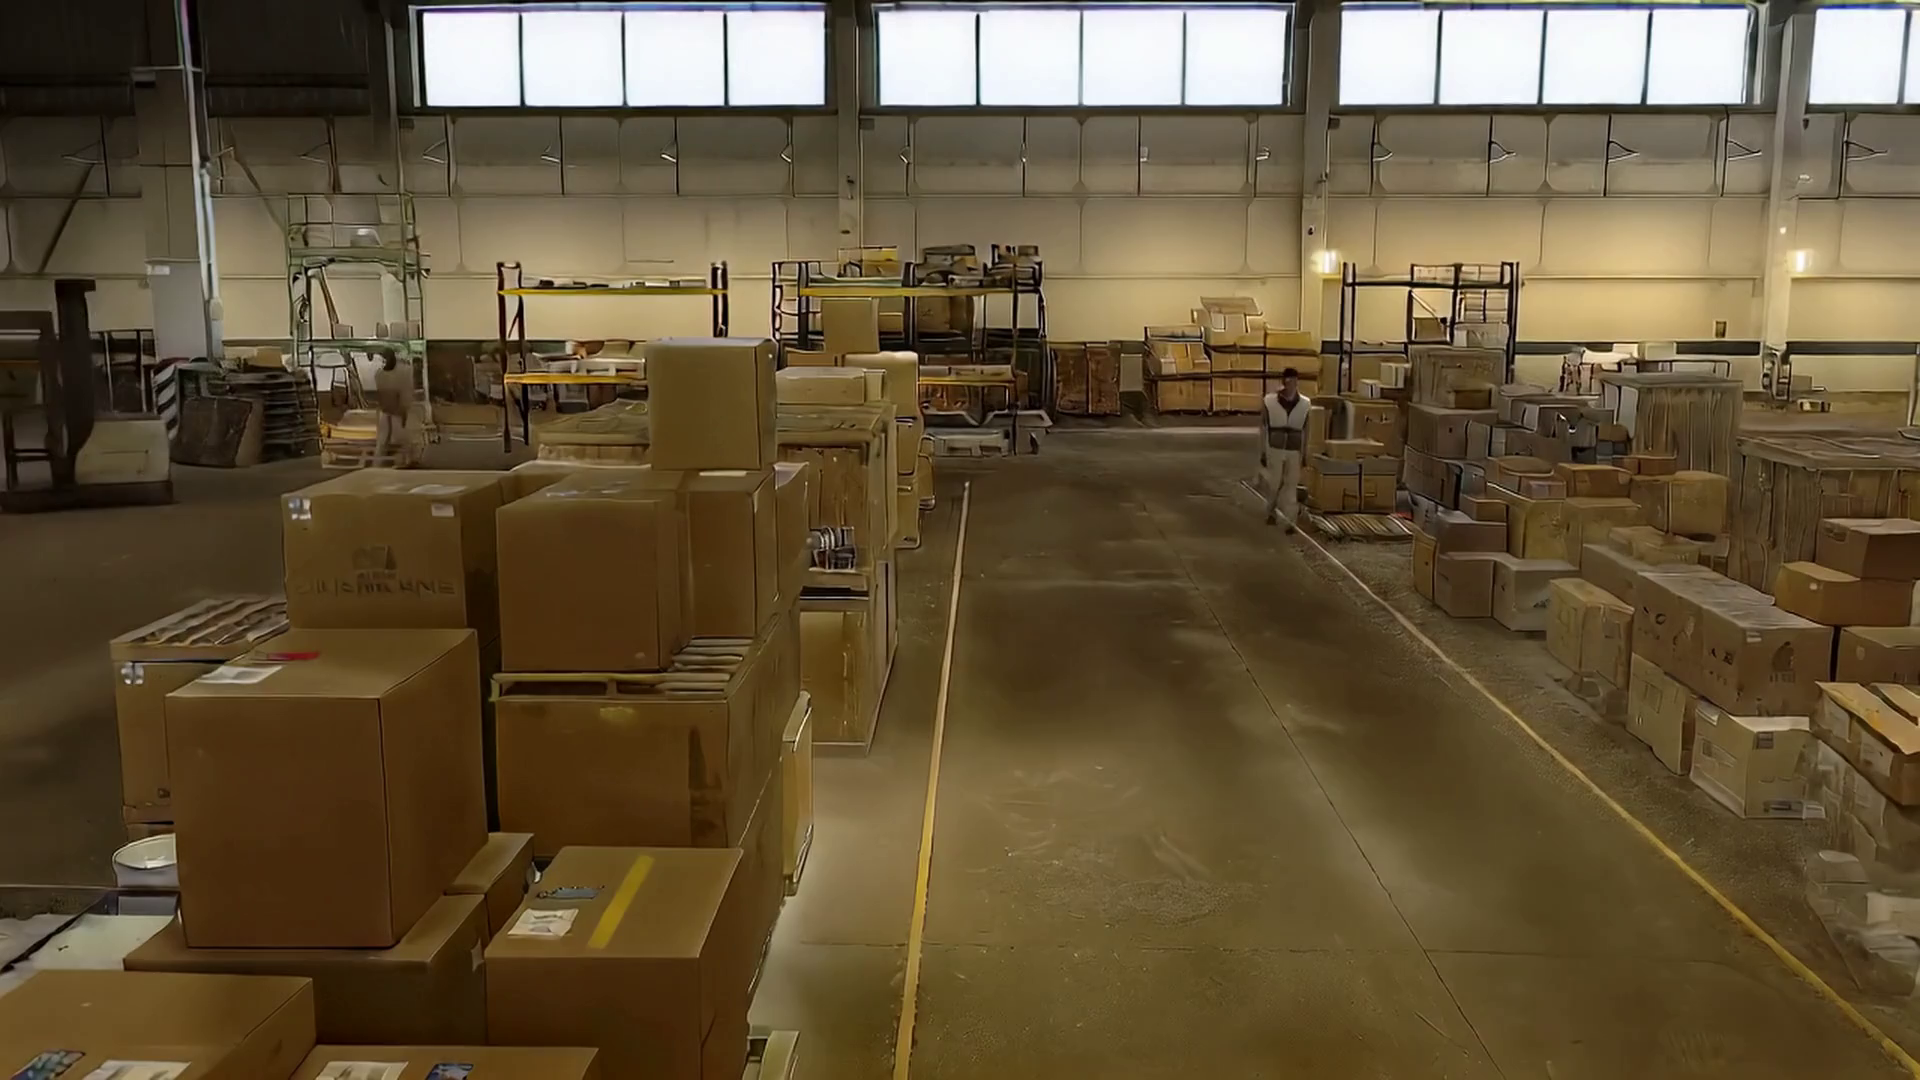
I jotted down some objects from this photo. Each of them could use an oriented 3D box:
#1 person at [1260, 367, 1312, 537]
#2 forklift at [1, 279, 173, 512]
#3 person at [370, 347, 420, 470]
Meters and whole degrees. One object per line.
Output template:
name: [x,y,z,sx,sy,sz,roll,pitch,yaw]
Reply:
person: [3.651,-1.020,18.724,0.579,1.887,0.859,1,10,4]
forklift: [-10.931,-1.845,20.689,1.873,2.768,1.129,-4,10,-25]
person: [-7.770,-1.685,22.692,0.655,1.883,1.004,5,11,26]
